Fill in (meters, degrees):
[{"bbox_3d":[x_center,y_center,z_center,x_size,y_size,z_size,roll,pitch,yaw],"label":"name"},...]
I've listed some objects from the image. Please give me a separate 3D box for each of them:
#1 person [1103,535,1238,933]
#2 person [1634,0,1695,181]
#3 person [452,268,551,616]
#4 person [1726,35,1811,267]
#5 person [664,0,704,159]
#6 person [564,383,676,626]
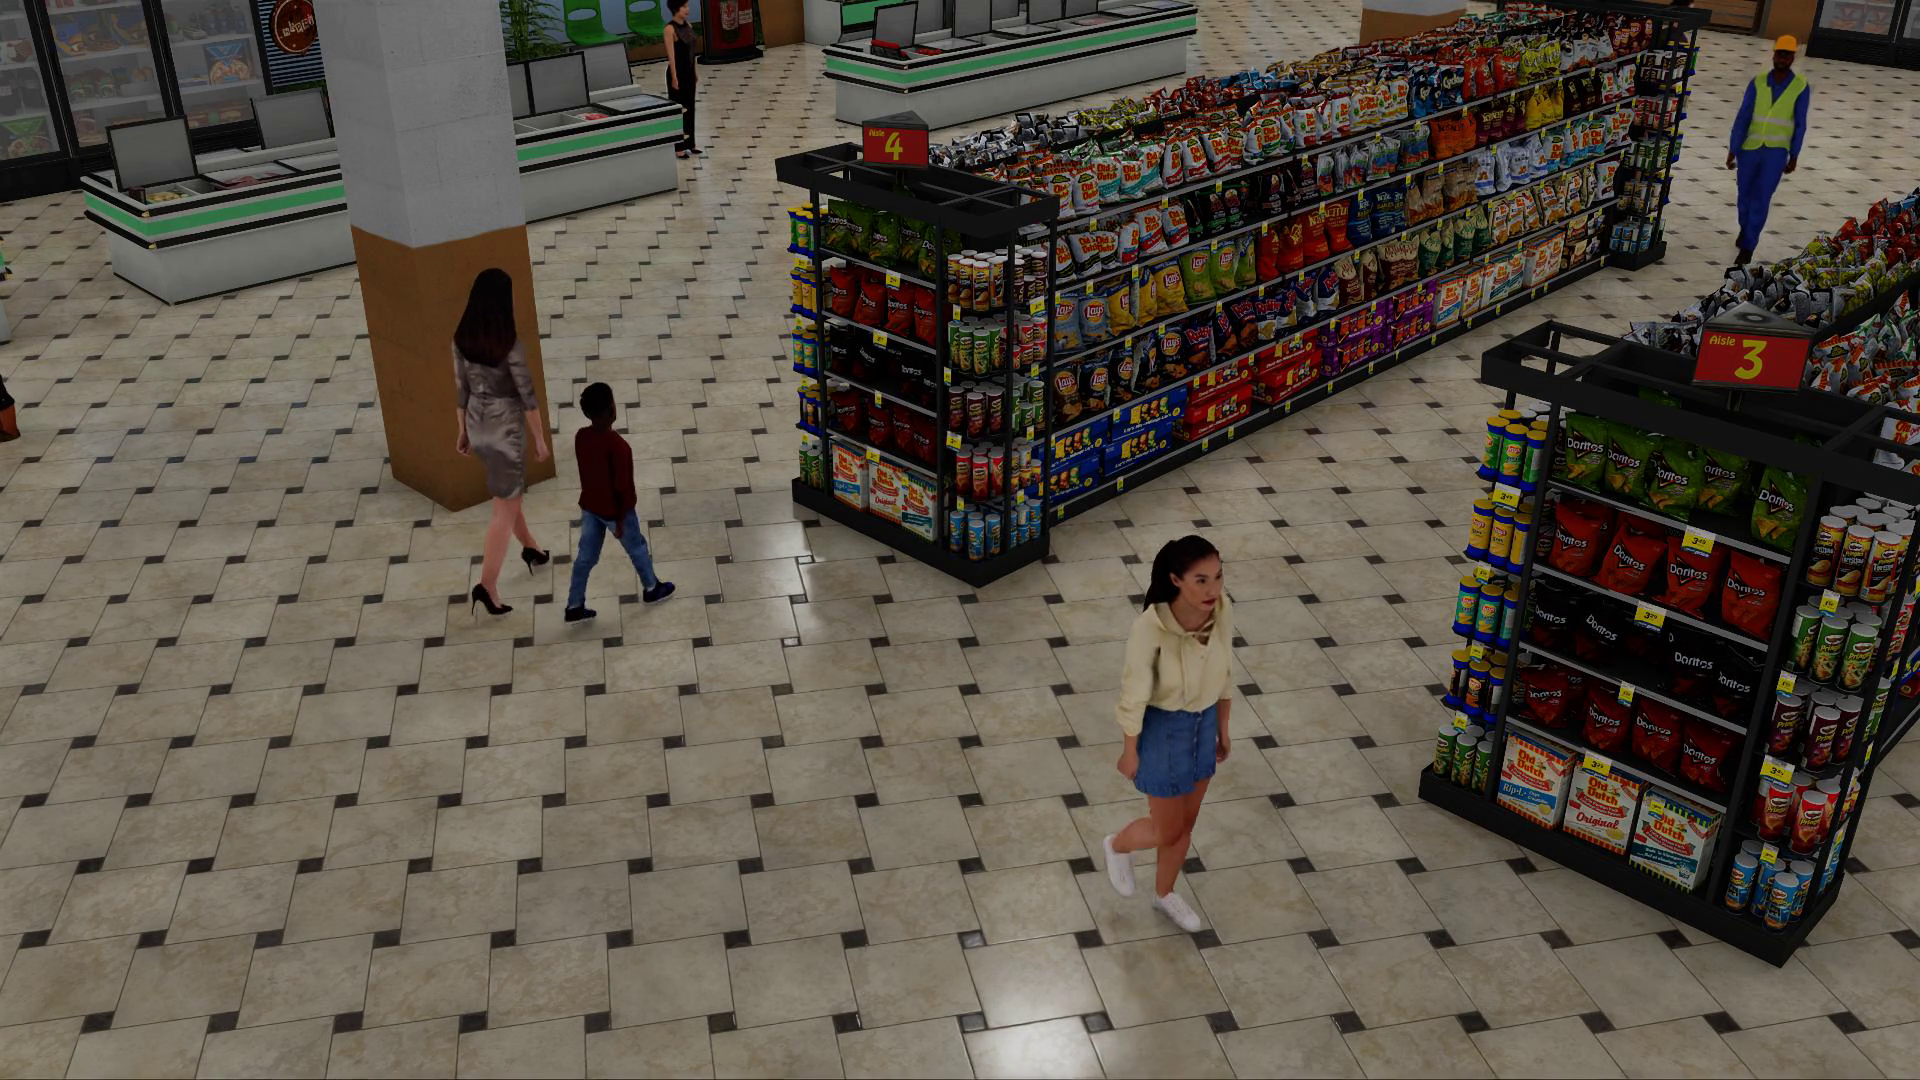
[{"bbox_3d":[0.747,0.685,6.103,0.666,1.621,0.742,-18,32,-32],"label":"person"},{"bbox_3d":[6.336,-3.989,15.075,0.817,1.841,0.764,-1,27,-2],"label":"person"},{"bbox_3d":[-2.300,-0.449,8.235,0.860,1.714,1.085,12,29,23],"label":"person"},{"bbox_3d":[6.562,-3.180,13.554,0.847,1.773,1.250,16,31,29],"label":"person"},{"bbox_3d":[-2.790,-4.645,16.636,0.695,1.600,0.565,12,29,22],"label":"person"},{"bbox_3d":[-1.785,-0.140,8.165,0.641,1.227,0.898,15,31,27],"label":"person"}]
